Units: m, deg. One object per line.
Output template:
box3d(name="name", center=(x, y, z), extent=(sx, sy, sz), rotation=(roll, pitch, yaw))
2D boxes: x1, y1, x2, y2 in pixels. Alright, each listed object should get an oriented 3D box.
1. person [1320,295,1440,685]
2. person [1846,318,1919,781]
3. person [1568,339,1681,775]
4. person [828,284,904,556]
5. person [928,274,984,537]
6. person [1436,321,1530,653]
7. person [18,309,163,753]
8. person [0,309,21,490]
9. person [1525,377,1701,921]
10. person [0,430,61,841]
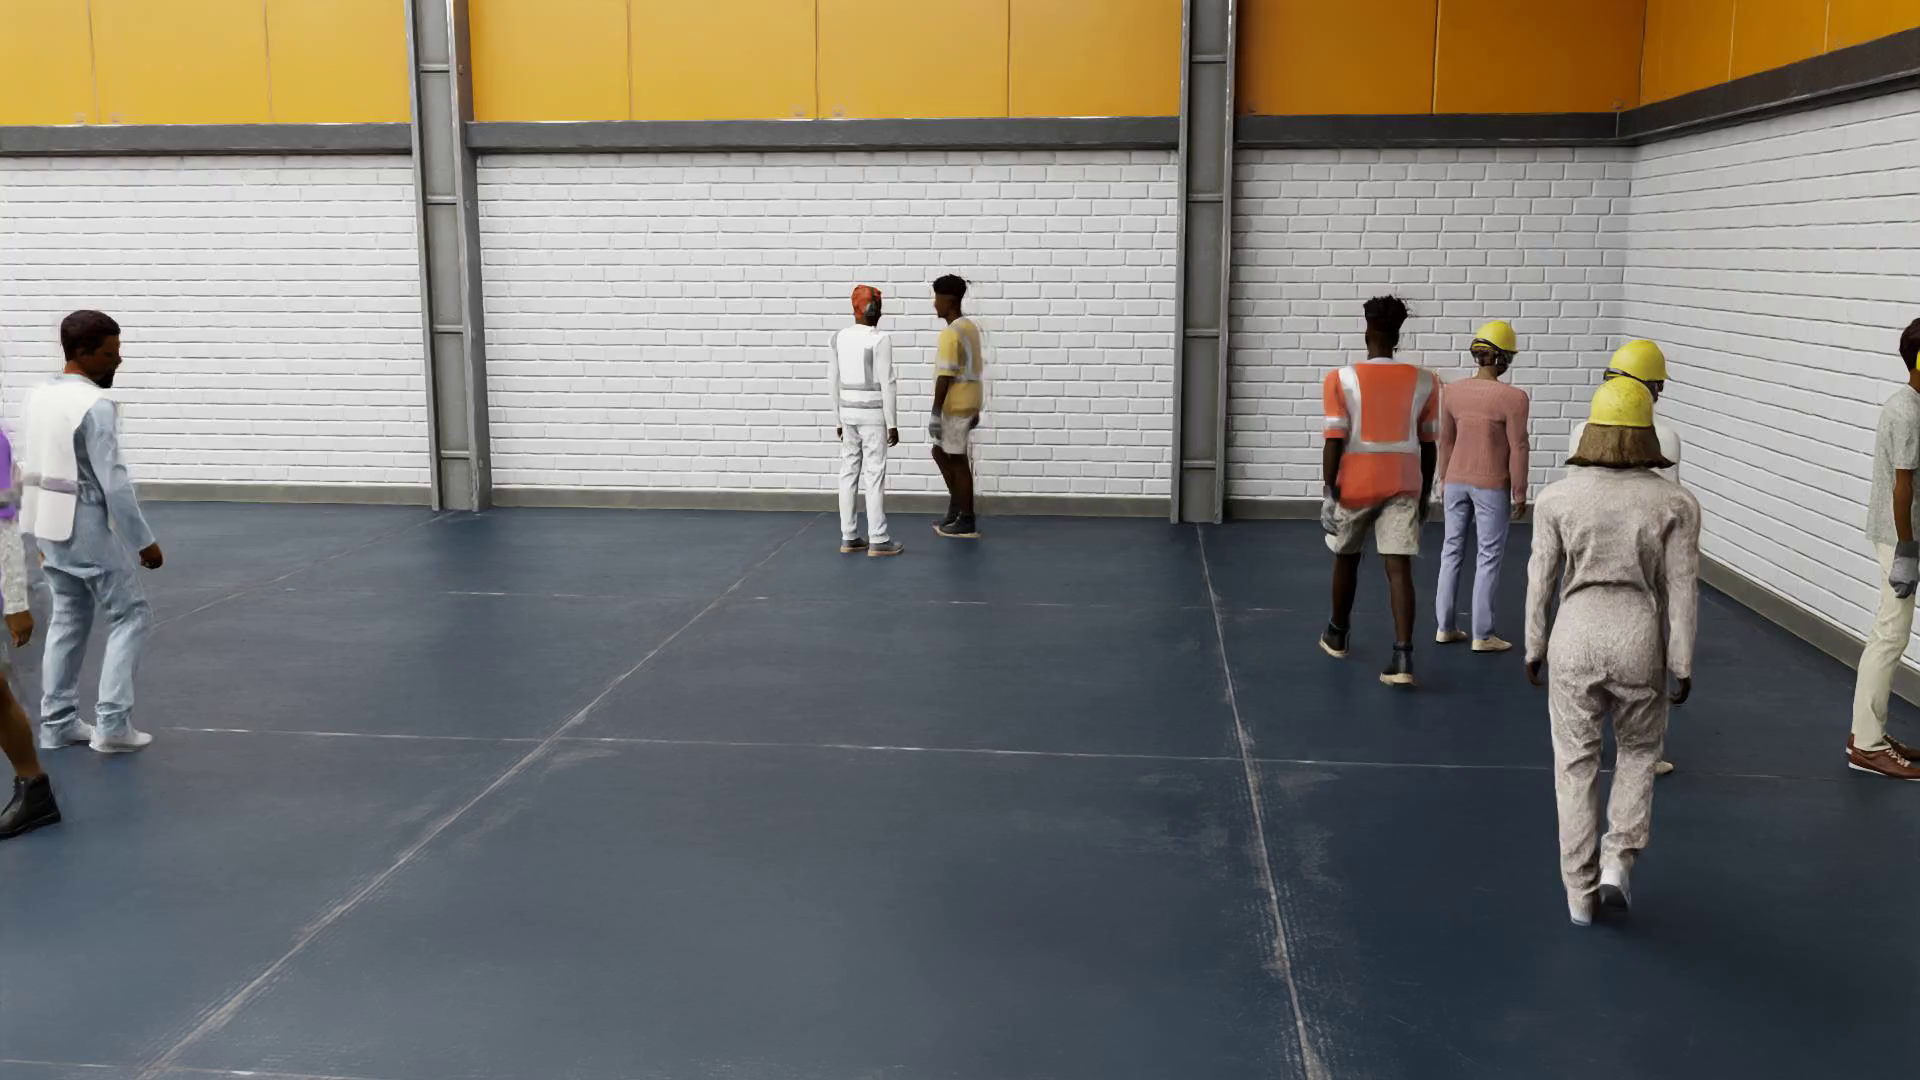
box3d(name="person", center=(2.095, -0.264, 8.329), extent=(0.611, 1.908, 1.034), rotation=(0, 10, -1))
box3d(name="person", center=(3.857, 0.026, 6.764), extent=(0.313, 1.866, 0.538), rotation=(5, 11, 28))
box3d(name="person", center=(2.705, 0.073, 6.777), extent=(0.317, 1.769, 0.523), rotation=(-6, 12, -31))
box3d(name="person", center=(-0.658, -0.830, 11.609), extent=(0.573, 1.886, 0.353), rotation=(8, 13, 38))
box3d(name="person", center=(-0.090, -0.982, 12.288), extent=(0.536, 1.947, 0.644), rotation=(3, 10, 15))
box3d(name="person", center=(2.779, -0.278, 8.830), extent=(0.343, 1.755, 0.531), rotation=(-8, 13, -39))
box3d(name="person", center=(-3.651, -0.012, 6.928), extent=(0.601, 1.884, 0.452), rotation=(8, 13, 40))
box3d(name="person", center=(-6.766, -0.821, 11.499), extent=(0.583, 1.907, 0.510), rotation=(9, 13, 40))
box3d(name="person", center=(2.046, 0.350, 5.264), extent=(0.506, 1.726, 0.362), rotation=(4, 11, 22))
box3d(name="person", center=(-3.586, 0.193, 5.707), extent=(0.567, 1.892, 0.952), rotation=(5, 11, 26))
